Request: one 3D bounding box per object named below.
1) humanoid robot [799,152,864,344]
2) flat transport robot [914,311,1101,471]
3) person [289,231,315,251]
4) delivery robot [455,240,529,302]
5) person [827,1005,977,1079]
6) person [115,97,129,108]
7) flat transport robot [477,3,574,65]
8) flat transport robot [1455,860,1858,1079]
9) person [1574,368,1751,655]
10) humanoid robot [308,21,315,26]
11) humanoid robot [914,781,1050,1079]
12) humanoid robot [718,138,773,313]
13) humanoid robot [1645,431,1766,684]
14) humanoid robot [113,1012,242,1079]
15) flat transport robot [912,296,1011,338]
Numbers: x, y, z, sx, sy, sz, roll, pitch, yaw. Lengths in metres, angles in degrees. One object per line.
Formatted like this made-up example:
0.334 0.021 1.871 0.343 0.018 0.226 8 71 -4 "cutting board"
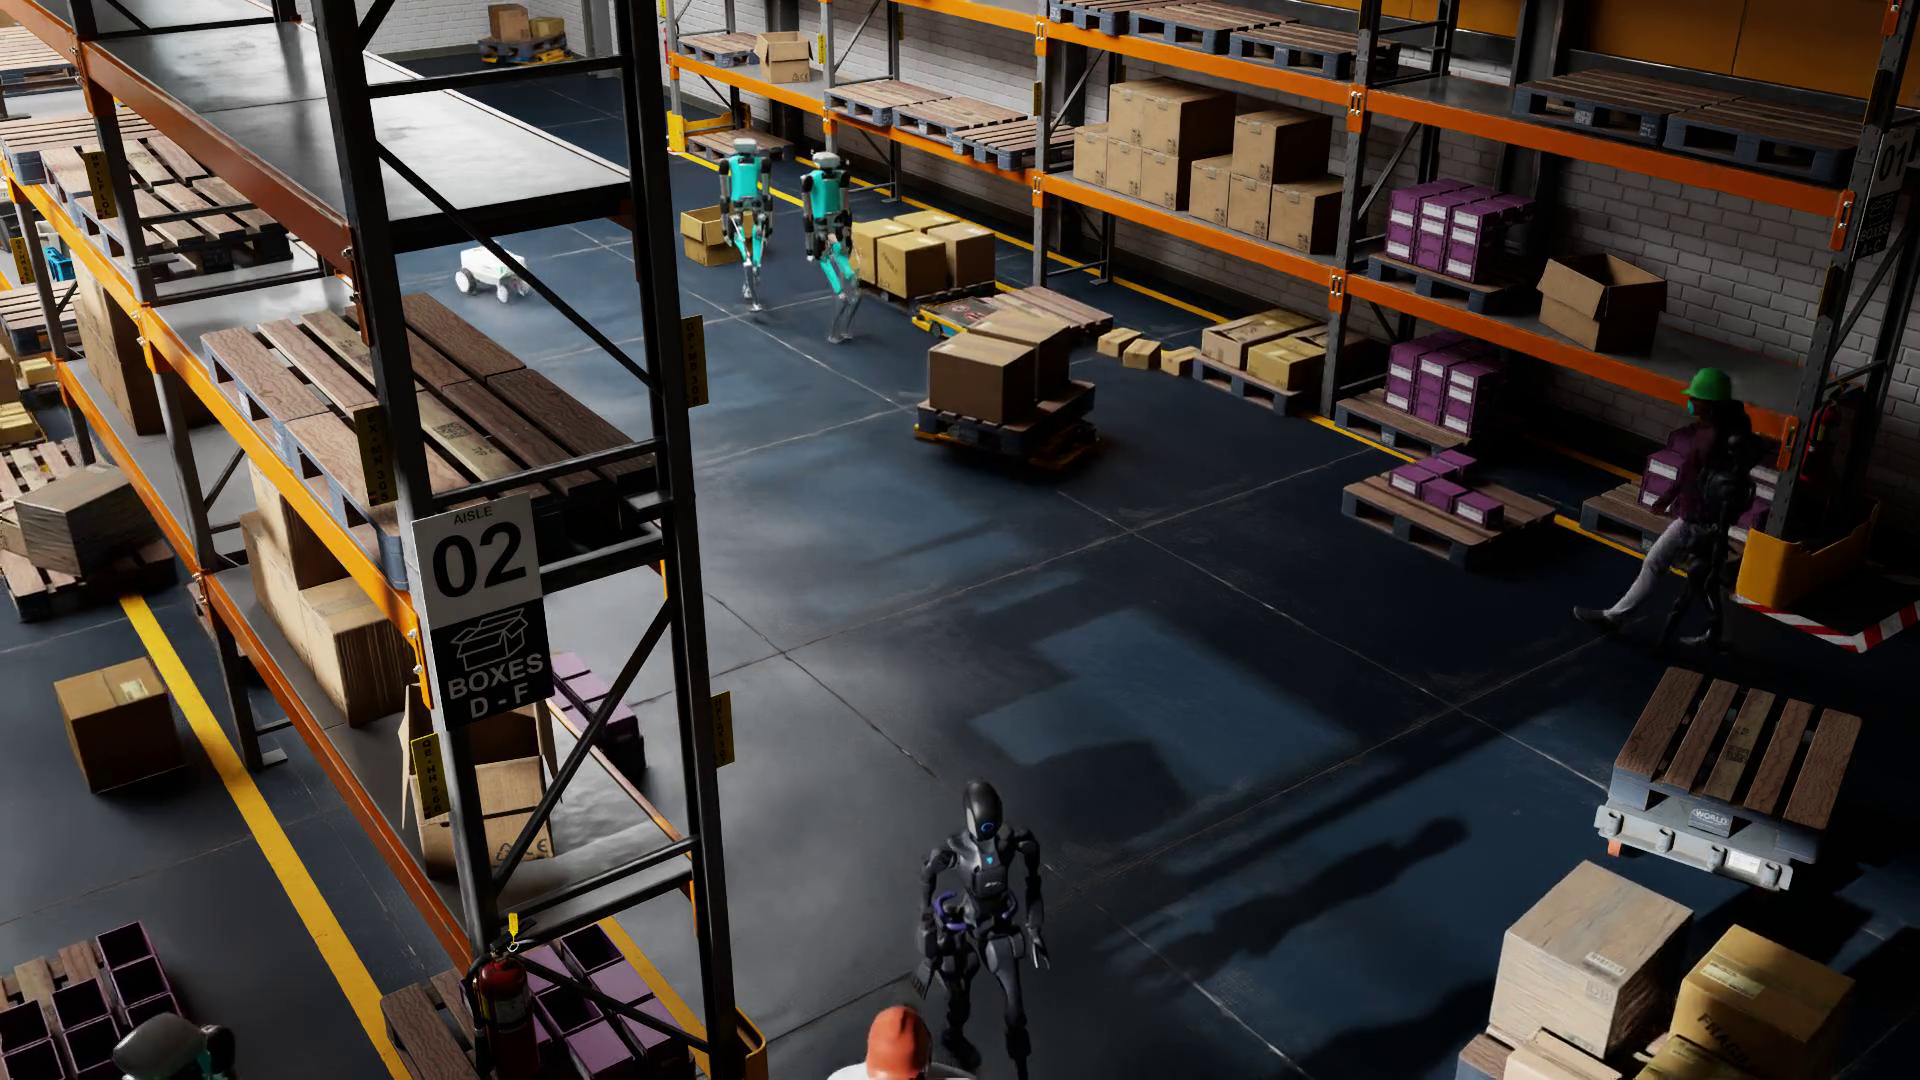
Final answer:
-1.128 -2.742 15.800 0.558 1.772 0.801 -19 32 -33 "humanoid robot"
0.387 -0.904 13.786 1.431 0.231 0.659 16 31 29 "flat transport robot"
-5.899 -2.193 14.713 0.359 1.740 0.561 18 32 32 "person"
-4.851 -2.807 17.269 0.814 0.610 0.499 19 33 33 "delivery robot"
-0.190 2.278 5.822 0.562 1.735 0.451 0 27 0 "person"
-10.662 -5.407 20.824 0.607 1.994 0.376 4 27 9 "person"
-7.404 -8.290 28.476 1.431 0.231 0.659 10 28 18 "flat transport robot"
2.820 2.498 7.020 1.431 0.231 0.659 -24 35 -39 "flat transport robot"
4.568 -0.188 10.547 1.025 1.895 0.494 14 30 26 "person"
-8.708 -6.362 23.081 0.429 1.633 0.609 -9 28 -18 "humanoid robot"
0.100 1.711 7.053 0.607 1.626 0.757 -10 28 -19 "humanoid robot"
-2.046 -3.029 16.440 0.548 1.736 1.100 -9 28 -17 "humanoid robot"
4.685 0.076 10.278 0.613 1.641 0.605 13 29 23 "humanoid robot"
-2.336 2.399 5.626 0.741 1.814 0.543 9 28 17 "humanoid robot"
0.212 -2.039 16.042 0.659 0.231 1.431 -19 32 -33 "flat transport robot"
